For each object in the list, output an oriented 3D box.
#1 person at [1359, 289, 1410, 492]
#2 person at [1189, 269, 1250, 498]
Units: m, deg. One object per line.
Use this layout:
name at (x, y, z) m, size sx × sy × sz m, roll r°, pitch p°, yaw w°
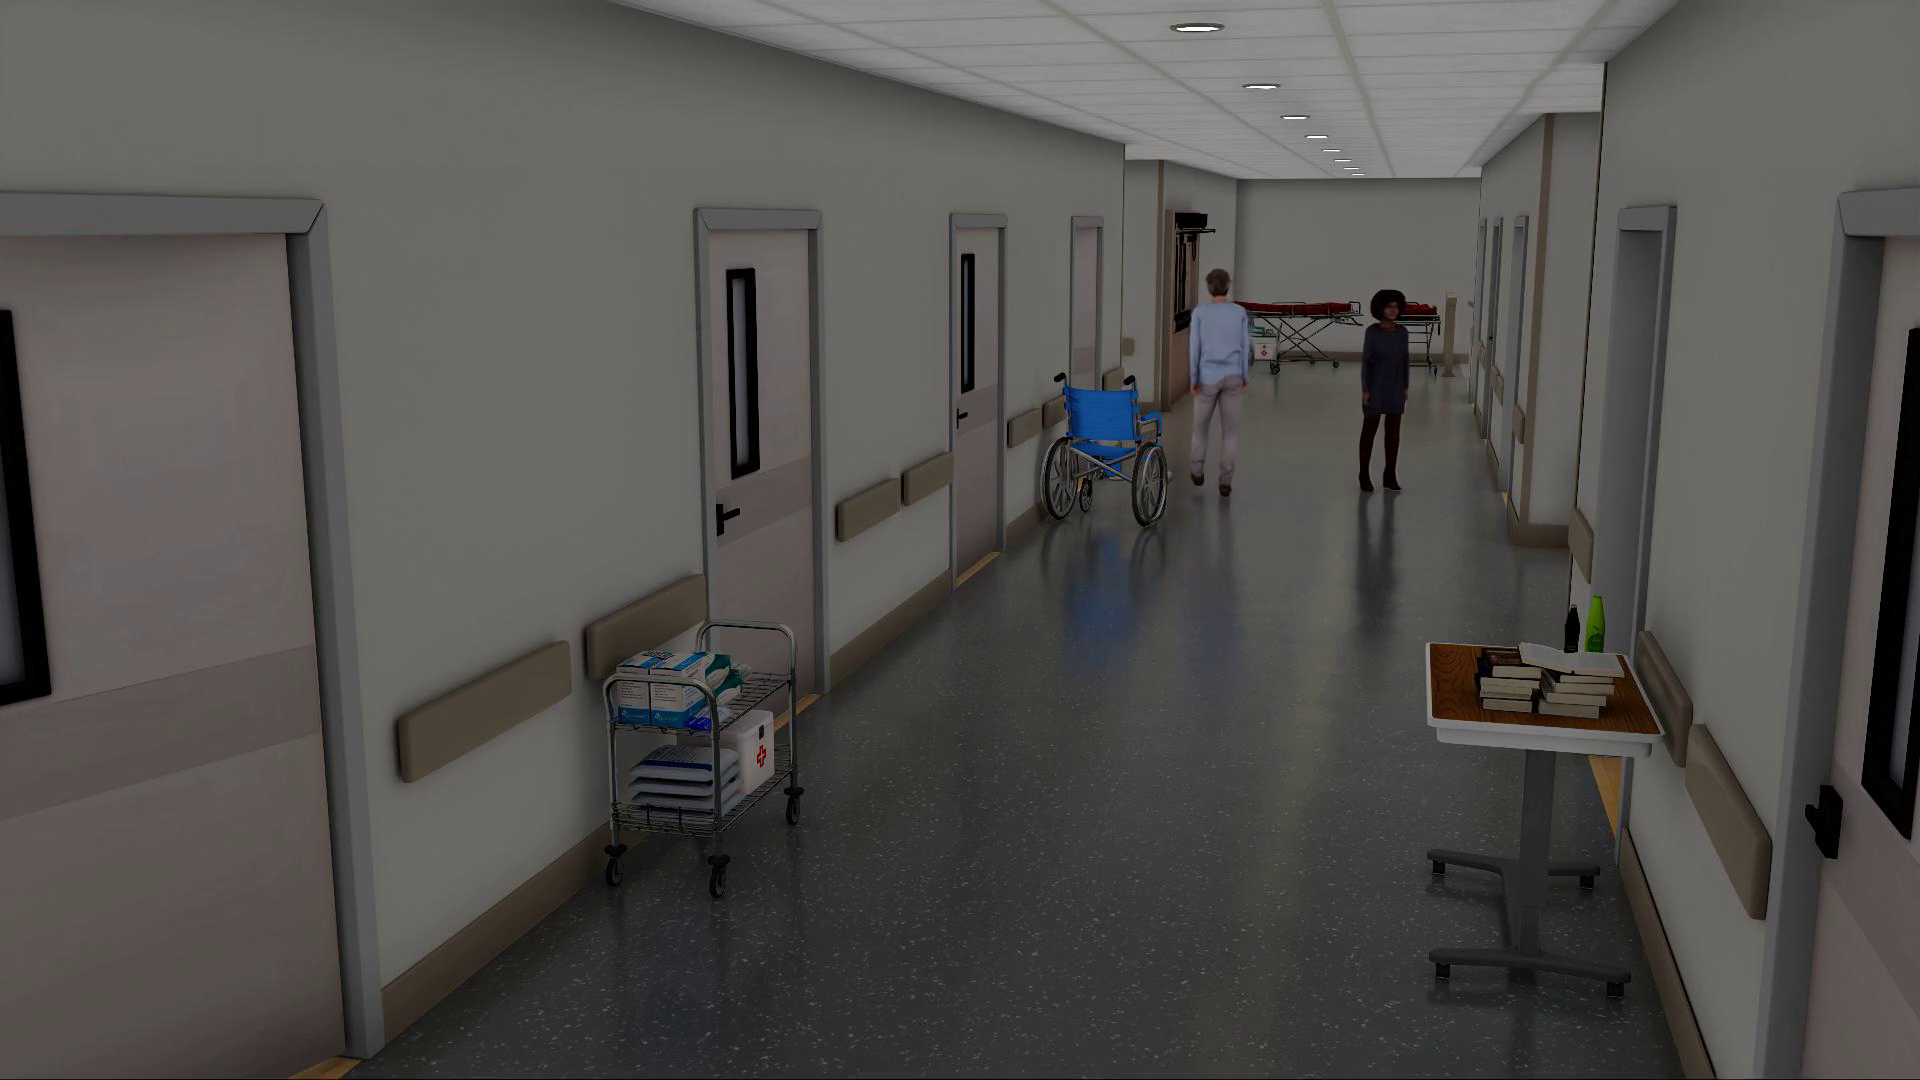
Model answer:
person at (3.600, -1.270, 14.136) m, size 0.649 × 1.706 × 0.639 m, roll -2°, pitch 11°, yaw -10°
person at (2.169, -1.281, 13.802) m, size 0.806 × 1.853 × 1.118 m, roll 1°, pitch 11°, yaw 6°
